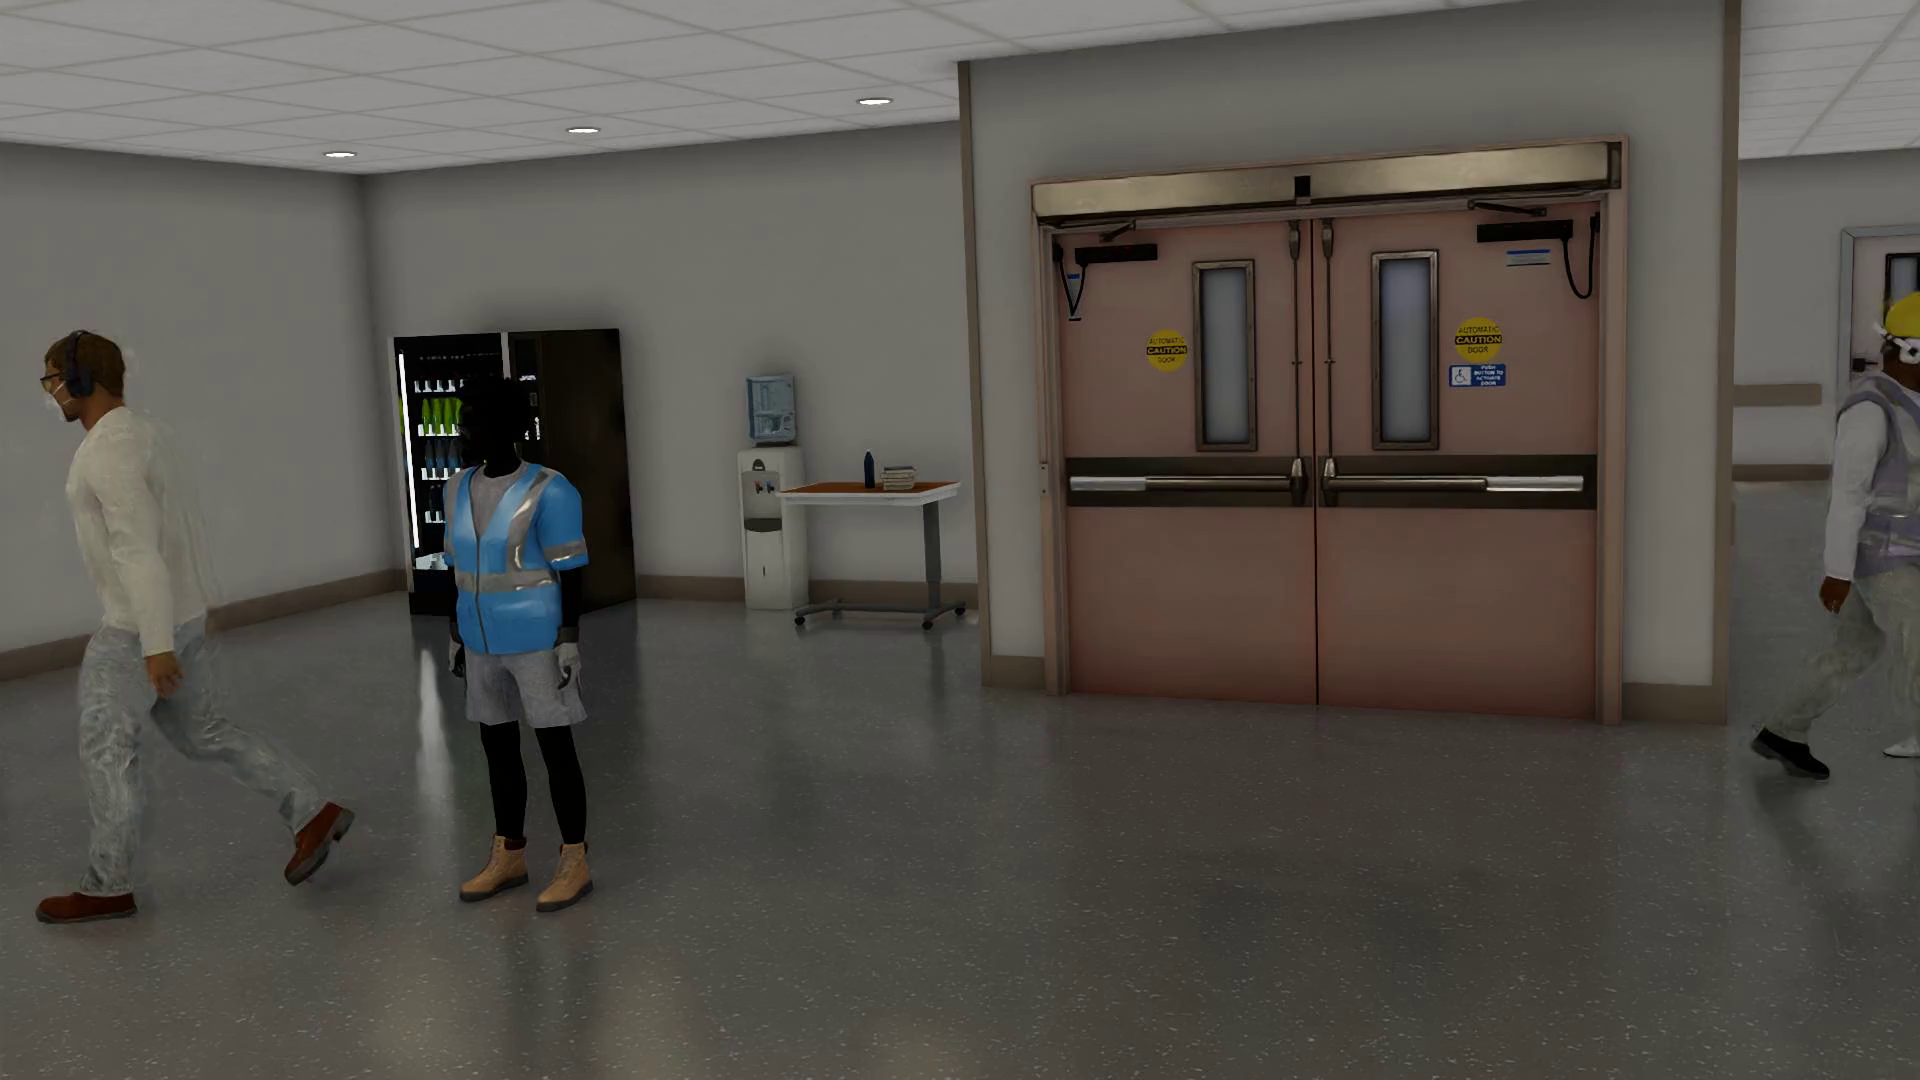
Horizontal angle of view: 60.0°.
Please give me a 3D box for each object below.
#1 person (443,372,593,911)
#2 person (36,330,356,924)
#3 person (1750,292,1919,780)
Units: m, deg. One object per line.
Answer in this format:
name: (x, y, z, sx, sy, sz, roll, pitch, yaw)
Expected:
person: (-1.407, 0.320, 5.252, 0.540, 1.698, 0.317, 1, 8, 26)
person: (-2.513, 0.260, 5.352, 0.912, 1.898, 0.668, -4, 8, -14)
person: (3.207, 0.030, 5.803, 0.609, 1.780, 0.926, -9, 10, -43)
